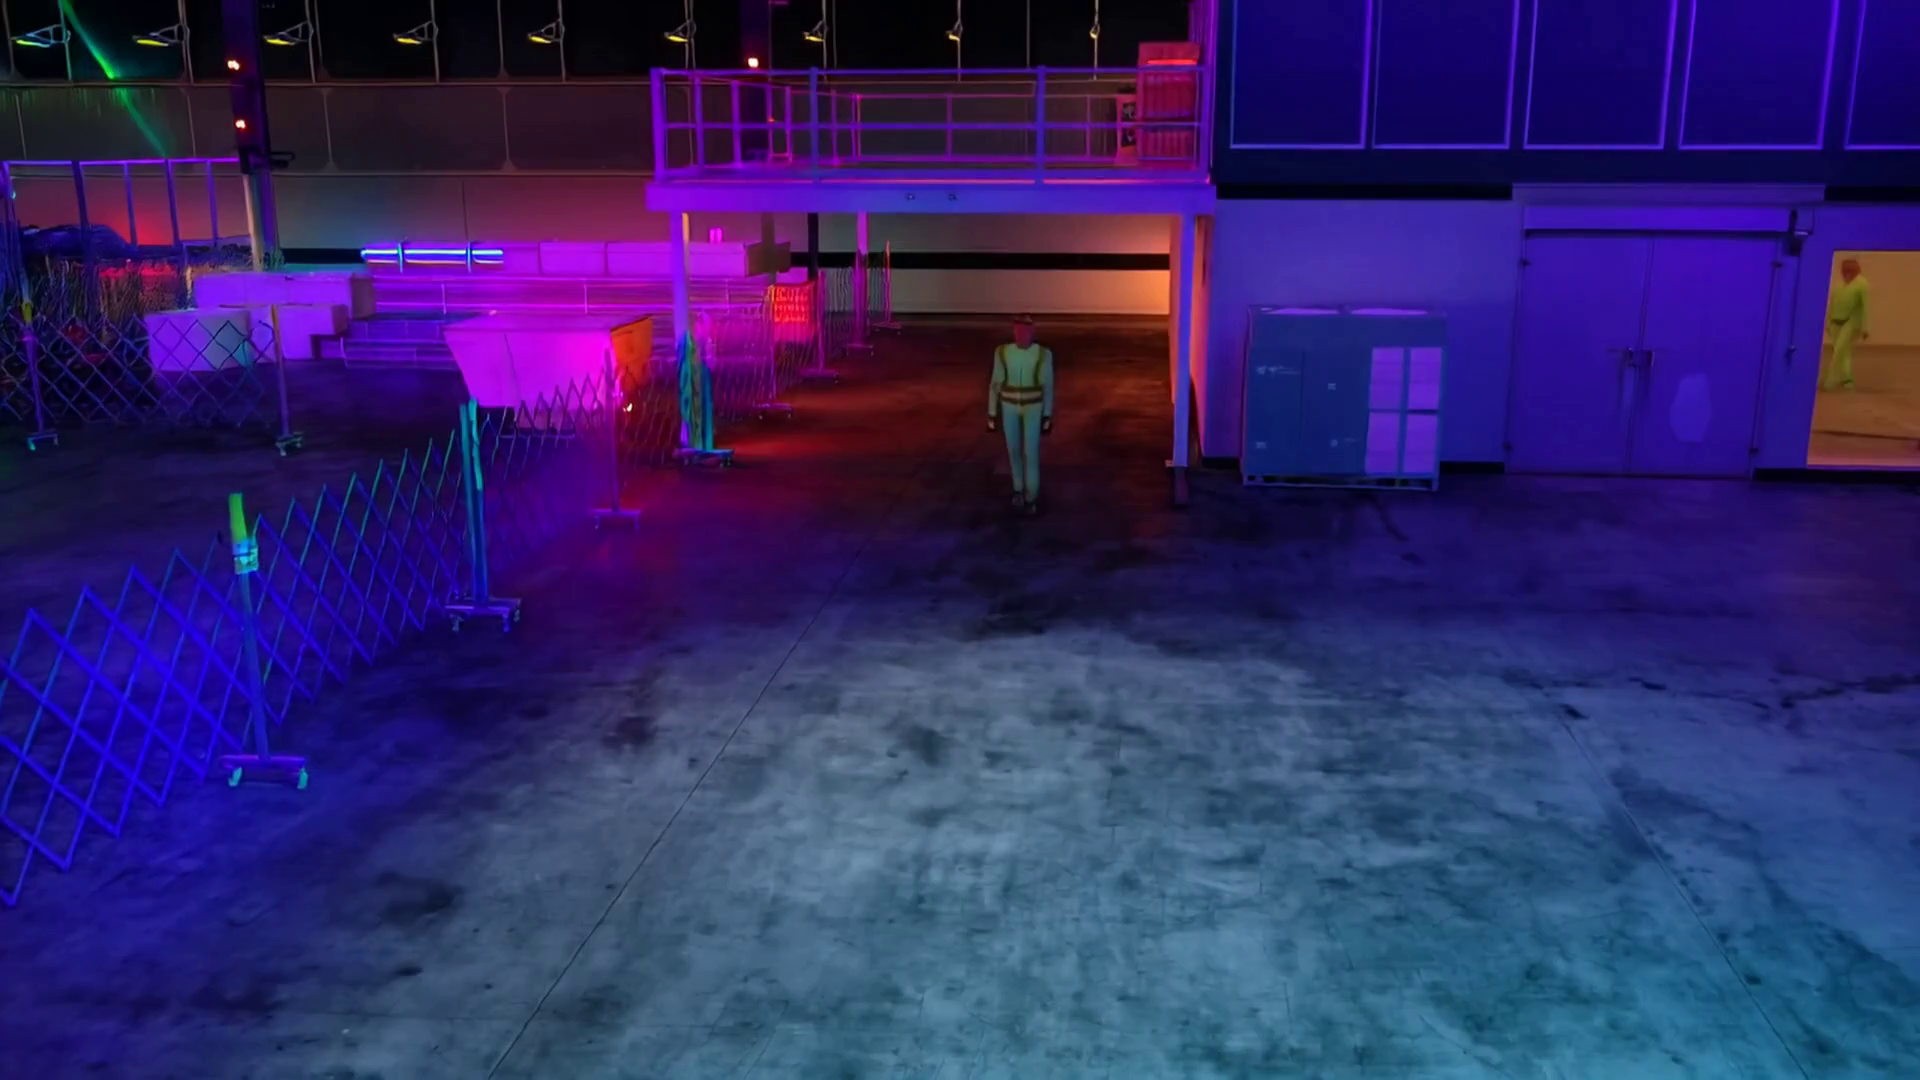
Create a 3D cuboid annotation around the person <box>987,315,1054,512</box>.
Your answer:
[{"bbox_3d":[0.568,-1.204,15.845,0.594,1.849,0.779,3,14,13],"label":"person"}]
